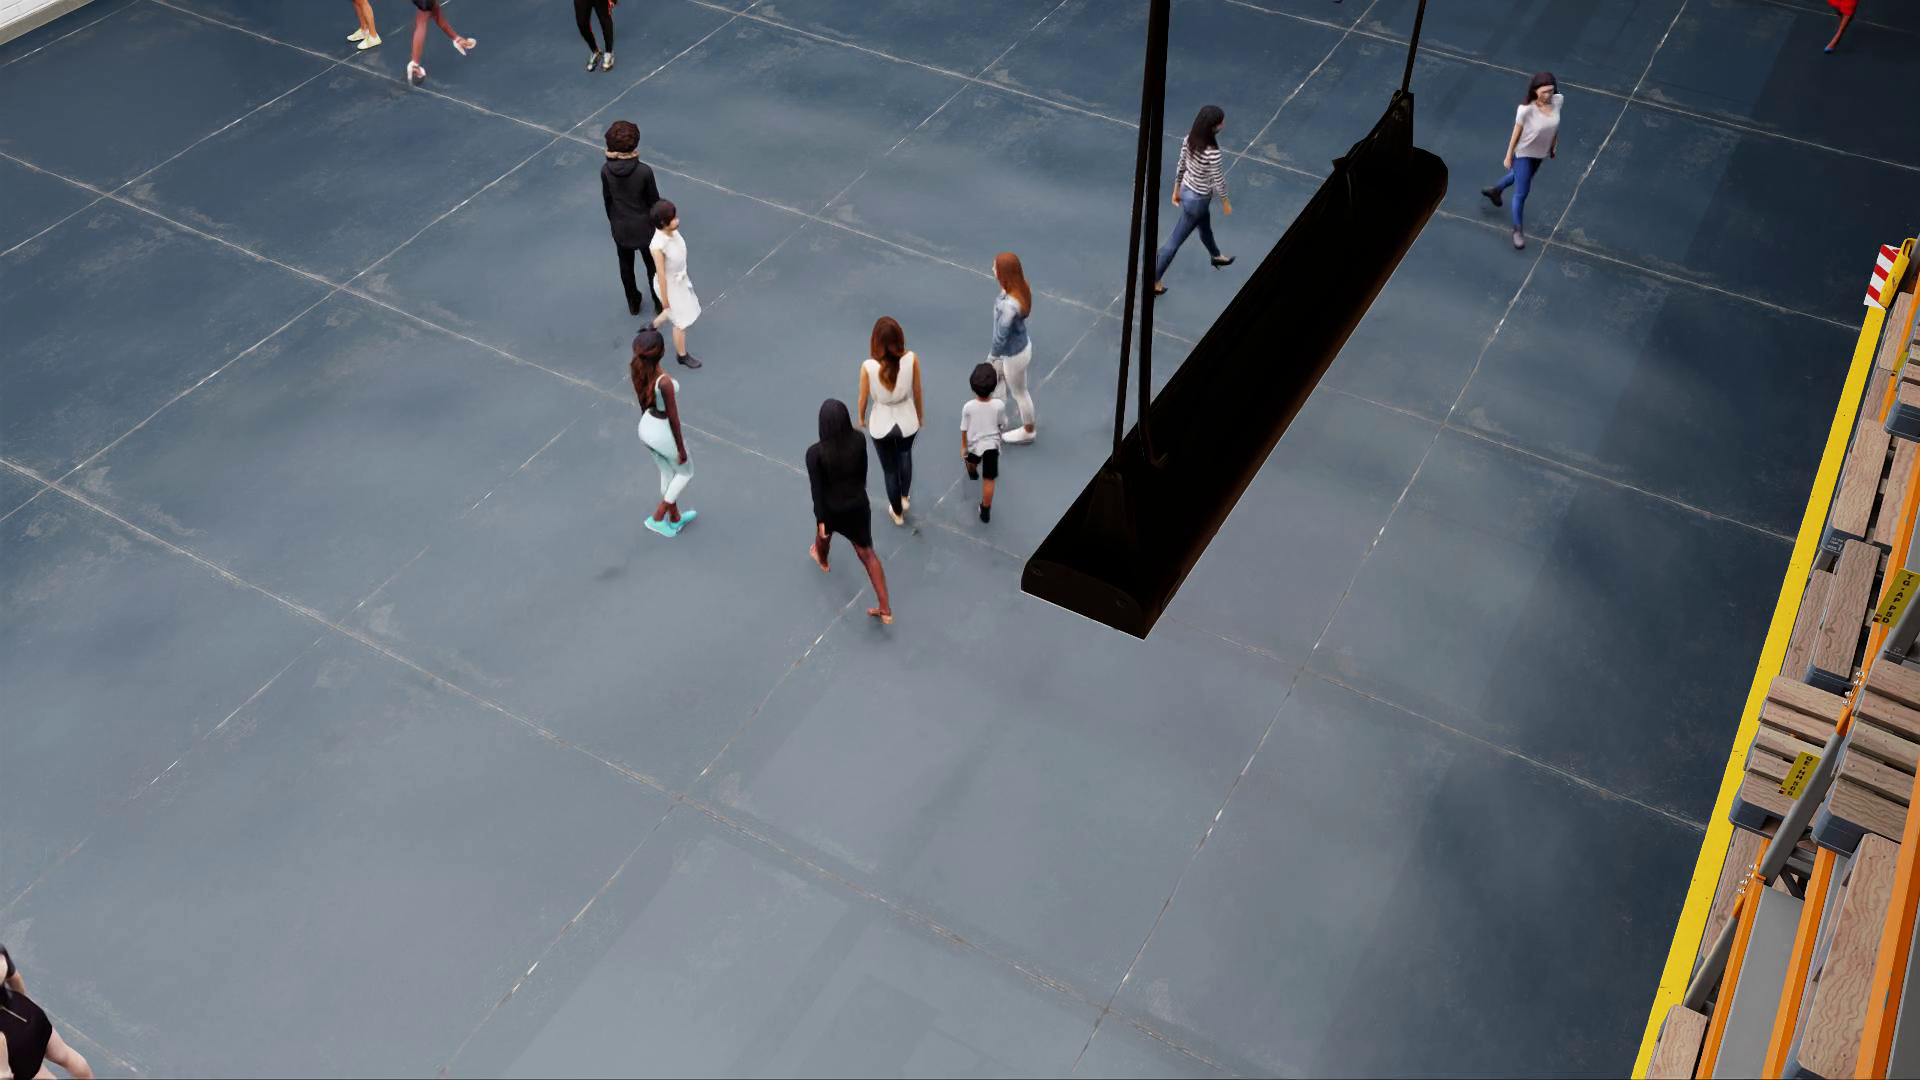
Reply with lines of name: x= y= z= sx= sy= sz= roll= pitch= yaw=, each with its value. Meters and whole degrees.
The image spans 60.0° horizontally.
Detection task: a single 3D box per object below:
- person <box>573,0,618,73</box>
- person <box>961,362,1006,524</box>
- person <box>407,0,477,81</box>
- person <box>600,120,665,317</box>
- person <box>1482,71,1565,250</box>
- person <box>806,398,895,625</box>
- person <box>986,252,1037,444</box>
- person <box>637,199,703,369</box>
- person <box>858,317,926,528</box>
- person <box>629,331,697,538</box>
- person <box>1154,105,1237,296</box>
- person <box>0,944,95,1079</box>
person: x=-3.698 y=-5.674 z=16.876 sx=0.774 sy=1.798 sz=0.778 roll=6 pitch=44 yaw=6
person: x=0.181 y=-0.671 z=12.045 sx=0.778 sy=1.220 sz=0.947 roll=-3 pitch=44 yaw=-3
person: x=-5.465 y=-5.461 z=16.707 sx=0.641 sy=1.723 sz=1.130 roll=22 pitch=48 yaw=22
person: x=-2.683 y=-2.617 z=13.685 sx=0.714 sy=1.774 sz=0.738 roll=0 pitch=44 yaw=0
person: x=4.954 y=-3.418 z=14.617 sx=1.063 sy=1.649 sz=1.050 roll=-23 pitch=48 yaw=-22
person: x=-0.736 y=-0.157 z=11.179 sx=1.254 sy=1.669 sz=1.110 roll=-23 pitch=48 yaw=-23
person: x=0.491 y=-1.408 z=12.483 sx=0.850 sy=1.682 sz=0.798 roll=1 pitch=44 yaw=1
person: x=-2.362 y=-2.030 z=13.242 sx=0.809 sy=1.535 sz=0.817 roll=5 pitch=44 yaw=5
person: x=-0.448 y=-0.764 z=11.741 sx=0.711 sy=1.773 sz=0.772 roll=-11 pitch=45 yaw=-11
person: x=-2.161 y=-0.681 z=11.700 sx=0.640 sy=1.708 sz=0.741 roll=34 pitch=53 yaw=30
person: x=1.868 y=-2.746 z=13.849 sx=1.219 sy=1.735 sz=1.015 roll=-20 pitch=47 yaw=-20
person: x=-4.697 y=2.468 z=8.306 sx=0.705 sy=1.832 sz=0.612 roll=-4 pitch=44 yaw=-4
